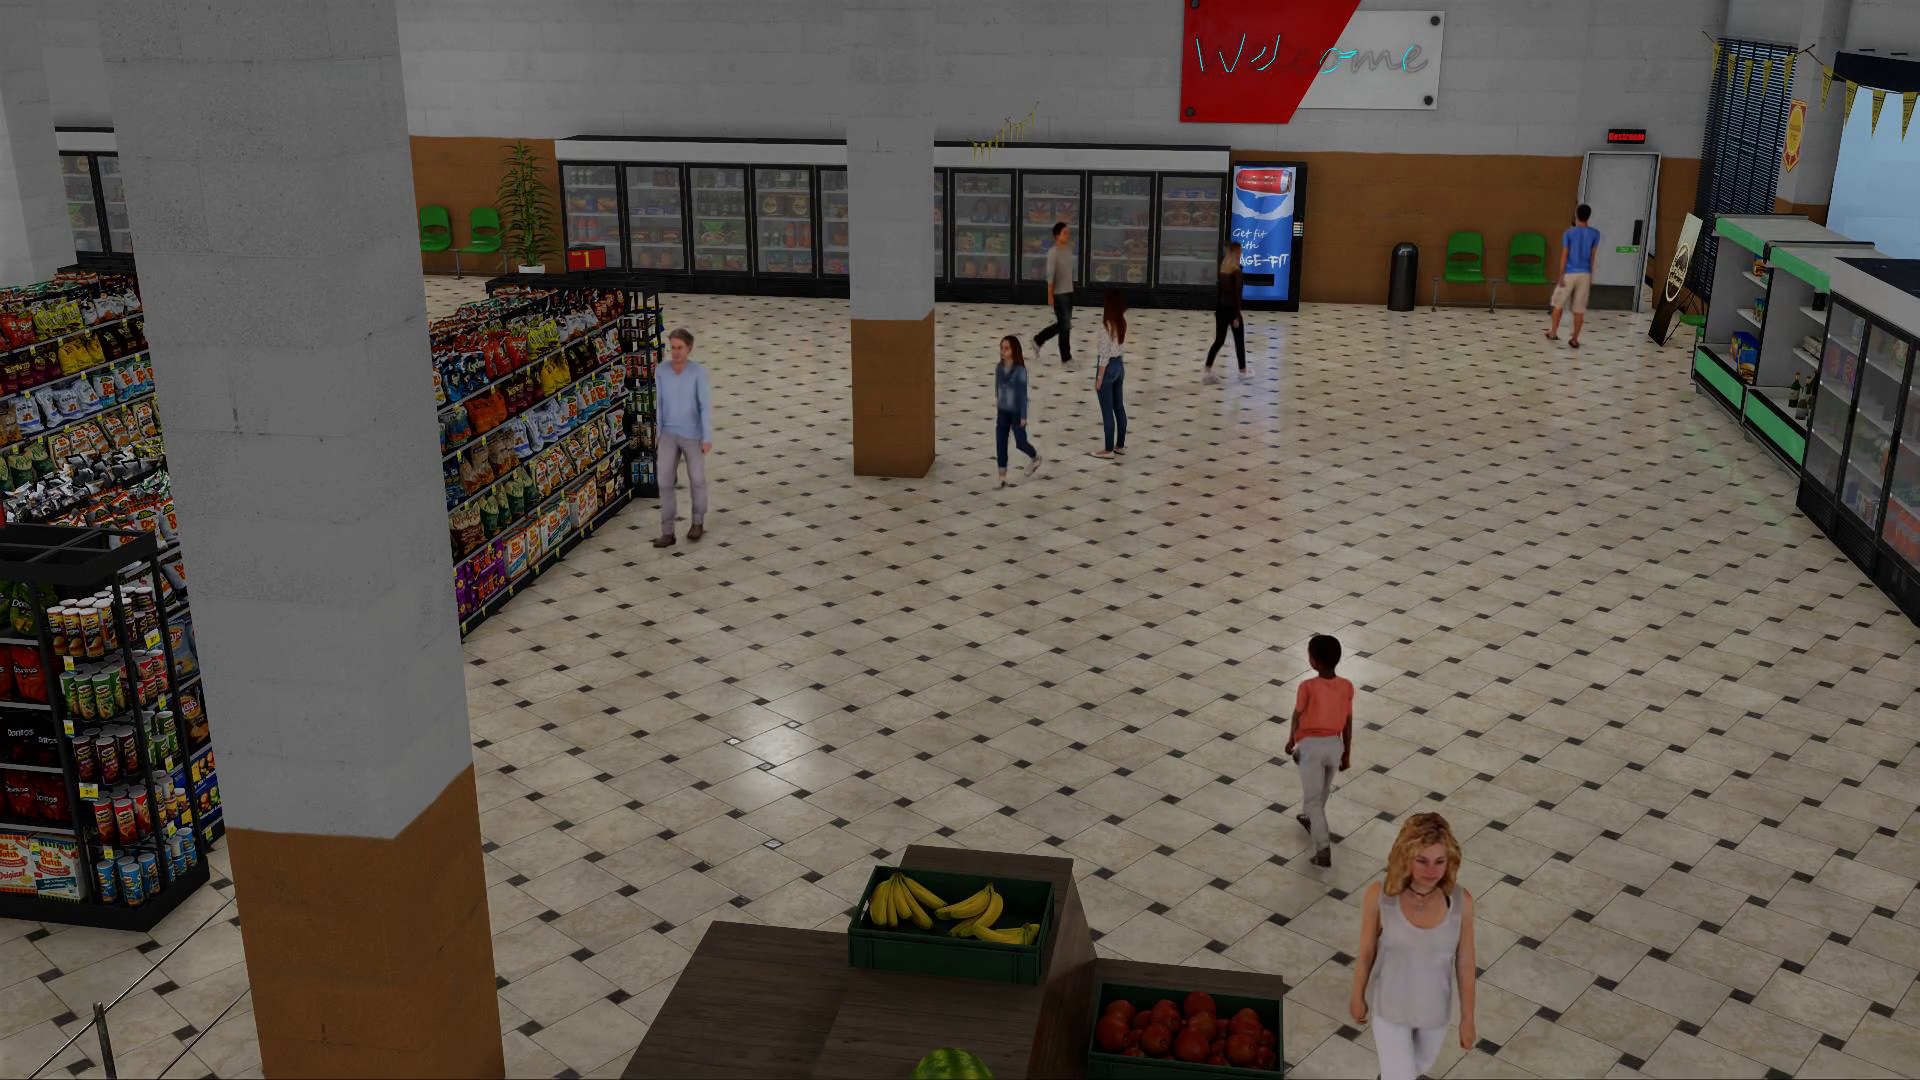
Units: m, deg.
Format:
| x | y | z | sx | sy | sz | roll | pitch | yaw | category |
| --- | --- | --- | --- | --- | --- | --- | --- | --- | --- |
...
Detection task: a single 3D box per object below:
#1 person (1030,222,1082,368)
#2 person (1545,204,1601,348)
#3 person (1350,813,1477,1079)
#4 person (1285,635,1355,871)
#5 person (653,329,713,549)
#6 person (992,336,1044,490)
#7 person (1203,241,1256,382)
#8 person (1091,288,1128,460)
| x | y | z | sx | sy | sz | roll | pitch | yaw | category |
| --- | --- | --- | --- | --- | --- | --- | --- | --- | --- |
| 1.193 | -3.058 | 20.762 | 0.972 | 1.791 | 1.053 | 13 | 22 | 33 | person |
| 8.129 | -3.452 | 21.847 | 0.662 | 1.844 | 0.891 | 2 | 19 | 7 | person |
| 1.789 | 1.796 | 6.612 | 0.711 | 1.633 | 1.106 | 1 | 19 | 2 | person |
| 1.968 | 1.169 | 9.018 | 0.691 | 1.285 | 0.944 | -4 | 19 | -10 | person |
| -2.337 | -0.896 | 14.231 | 0.700 | 1.866 | 0.940 | 3 | 19 | 9 | person |
| 0.545 | -1.225 | 15.850 | 0.825 | 1.457 | 0.983 | 17 | 25 | 41 | person |
| 3.144 | -2.695 | 19.865 | 1.026 | 1.676 | 0.996 | -10 | 21 | -28 | person |
| 1.527 | -1.687 | 16.796 | 0.712 | 1.728 | 0.591 | 14 | 23 | 36 | person |
